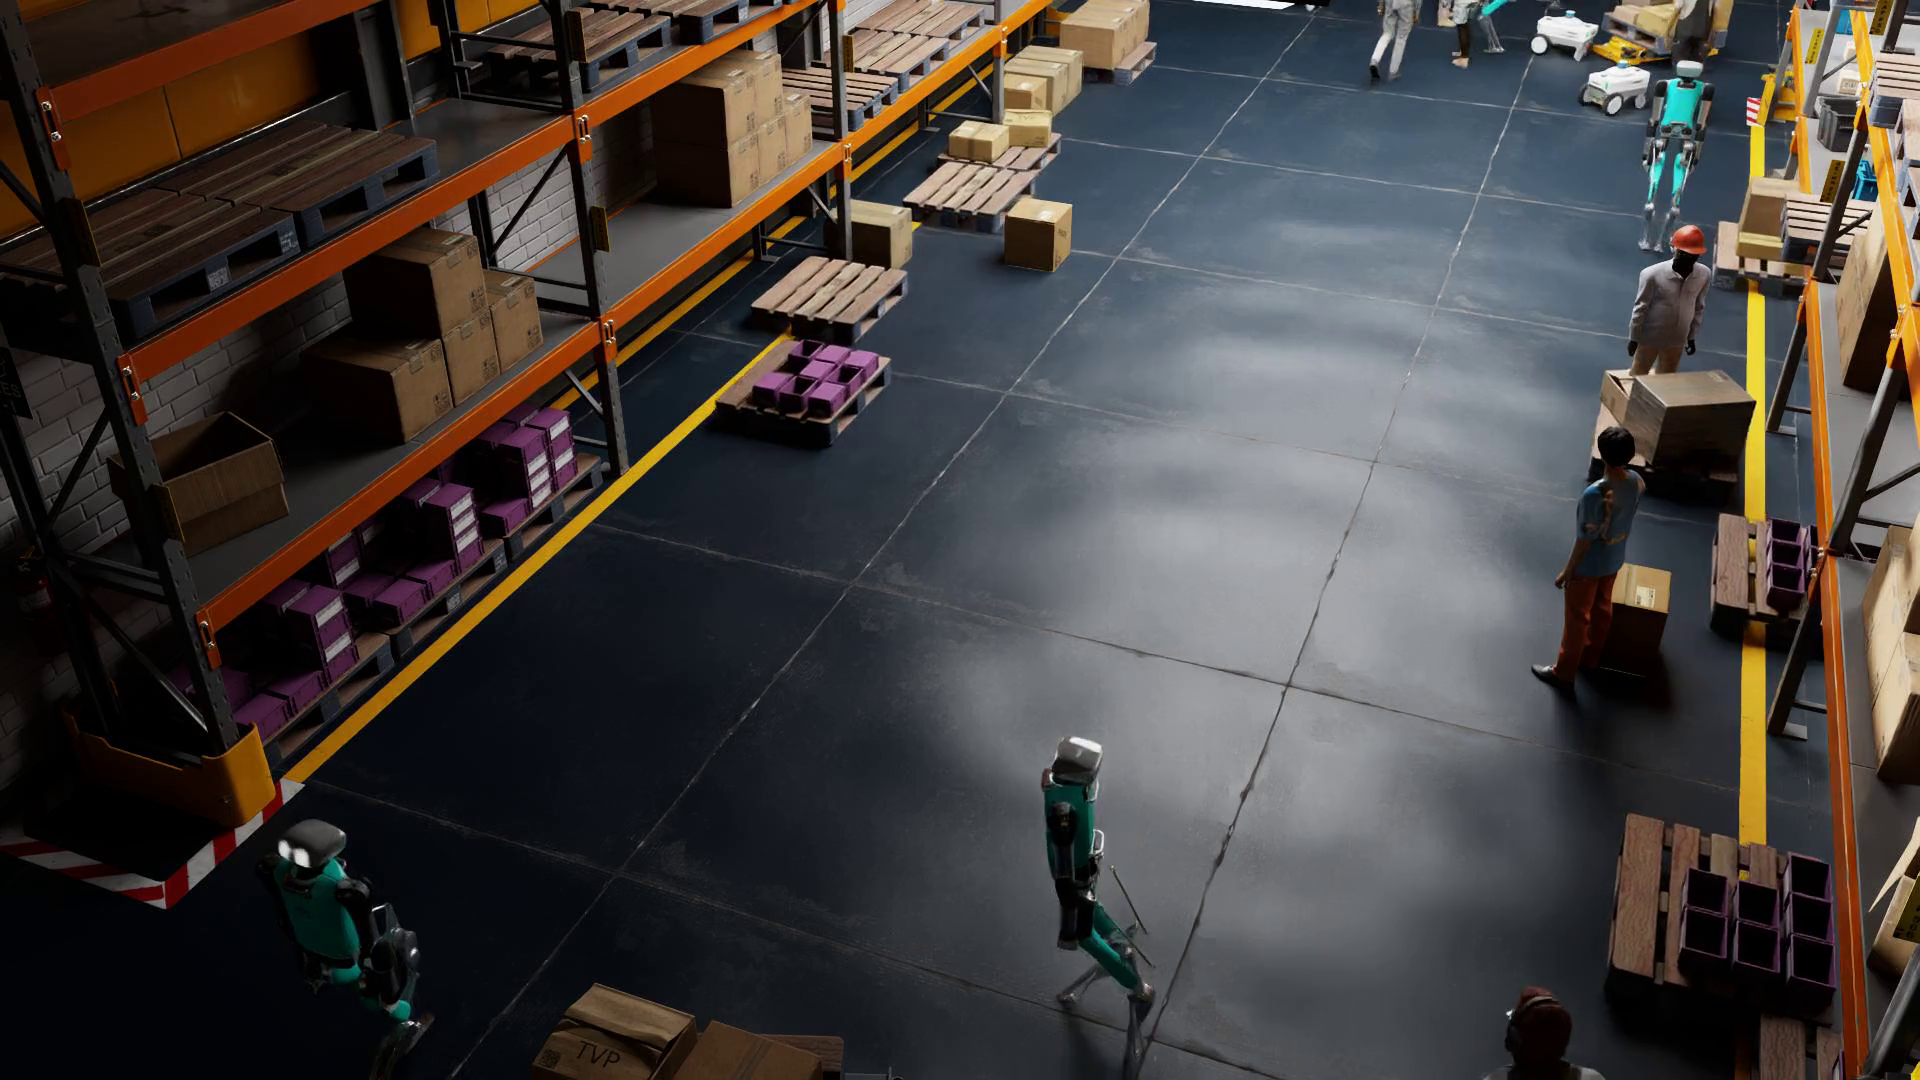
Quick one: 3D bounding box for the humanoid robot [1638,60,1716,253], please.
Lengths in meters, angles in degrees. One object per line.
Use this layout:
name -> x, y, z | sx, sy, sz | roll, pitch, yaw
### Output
humanoid robot -> 6.753, -3.583, 15.788 | 0.533, 1.761, 0.795 | 9, 34, 14

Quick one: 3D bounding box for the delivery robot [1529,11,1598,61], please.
delivery robot -> 7.767, -6.496, 21.391 | 0.777, 0.605, 0.511 | 25, 40, 33

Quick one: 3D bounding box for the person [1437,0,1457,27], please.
person -> 6.681, -7.844, 22.359 | 0.342, 1.771, 0.504 | -1, 33, -1

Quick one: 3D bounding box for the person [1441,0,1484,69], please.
person -> 6.278, -6.764, 20.762 | 0.550, 1.670, 0.532 | -14, 36, -21

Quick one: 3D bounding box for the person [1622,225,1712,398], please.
person -> 5.348, -1.559, 12.631 | 0.567, 1.755, 0.319 | -4, 33, -5

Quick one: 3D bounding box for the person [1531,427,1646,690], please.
person -> 3.810, 0.119, 10.031 | 0.495, 1.764, 0.330 | -18, 37, -26

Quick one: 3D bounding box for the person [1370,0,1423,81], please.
person -> 5.286, -6.454, 20.104 | 0.566, 1.872, 0.594 | 24, 40, 32

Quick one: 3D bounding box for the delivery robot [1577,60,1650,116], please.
delivery robot -> 7.720, -5.328, 19.592 | 0.797, 0.614, 0.499 | -14, 35, -21

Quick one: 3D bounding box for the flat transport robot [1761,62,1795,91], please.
flat transport robot -> 10.566, -5.535, 20.157 | 0.659, 0.231, 1.431 | -22, 39, -30

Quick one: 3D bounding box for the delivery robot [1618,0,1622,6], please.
delivery robot -> 9.499, -7.464, 22.871 | 0.775, 0.585, 0.499 | -20, 38, -27

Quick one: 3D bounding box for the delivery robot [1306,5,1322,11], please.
delivery robot -> 4.805, -7.776, 23.358 | 0.761, 0.590, 0.524 | 25, 40, 33

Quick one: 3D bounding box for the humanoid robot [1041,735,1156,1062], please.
humanoid robot -> 0.755, 1.682, 7.694 | 0.799, 1.812, 0.530 | 4, 33, 6

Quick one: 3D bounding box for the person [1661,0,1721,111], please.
person -> 8.394, -5.827, 19.171 | 0.530, 1.826, 0.399 | -2, 33, -2

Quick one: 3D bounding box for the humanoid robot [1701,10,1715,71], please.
humanoid robot -> 9.244, -6.643, 20.574 | 0.451, 1.653, 0.589 | -5, 33, -7

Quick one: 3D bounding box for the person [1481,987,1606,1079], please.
person -> 2.033, 2.464, 6.325 | 0.684, 1.855, 0.959 | -5, 33, -8

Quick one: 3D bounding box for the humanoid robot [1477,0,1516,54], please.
humanoid robot -> 6.895, -7.080, 21.189 | 0.690, 1.779, 0.544 | 9, 34, 14

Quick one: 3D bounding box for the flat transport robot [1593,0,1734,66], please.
flat transport robot -> 8.968, -6.353, 21.424 | 1.431, 0.231, 0.659 | -11, 34, -16

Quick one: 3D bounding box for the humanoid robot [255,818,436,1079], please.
humanoid robot -> -2.627, 1.832, 7.405 | 0.545, 1.733, 1.040 | 11, 35, 17

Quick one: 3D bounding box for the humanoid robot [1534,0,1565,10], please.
humanoid robot -> 8.369, -8.247, 22.994 | 0.764, 1.769, 0.531 | 9, 34, 13
